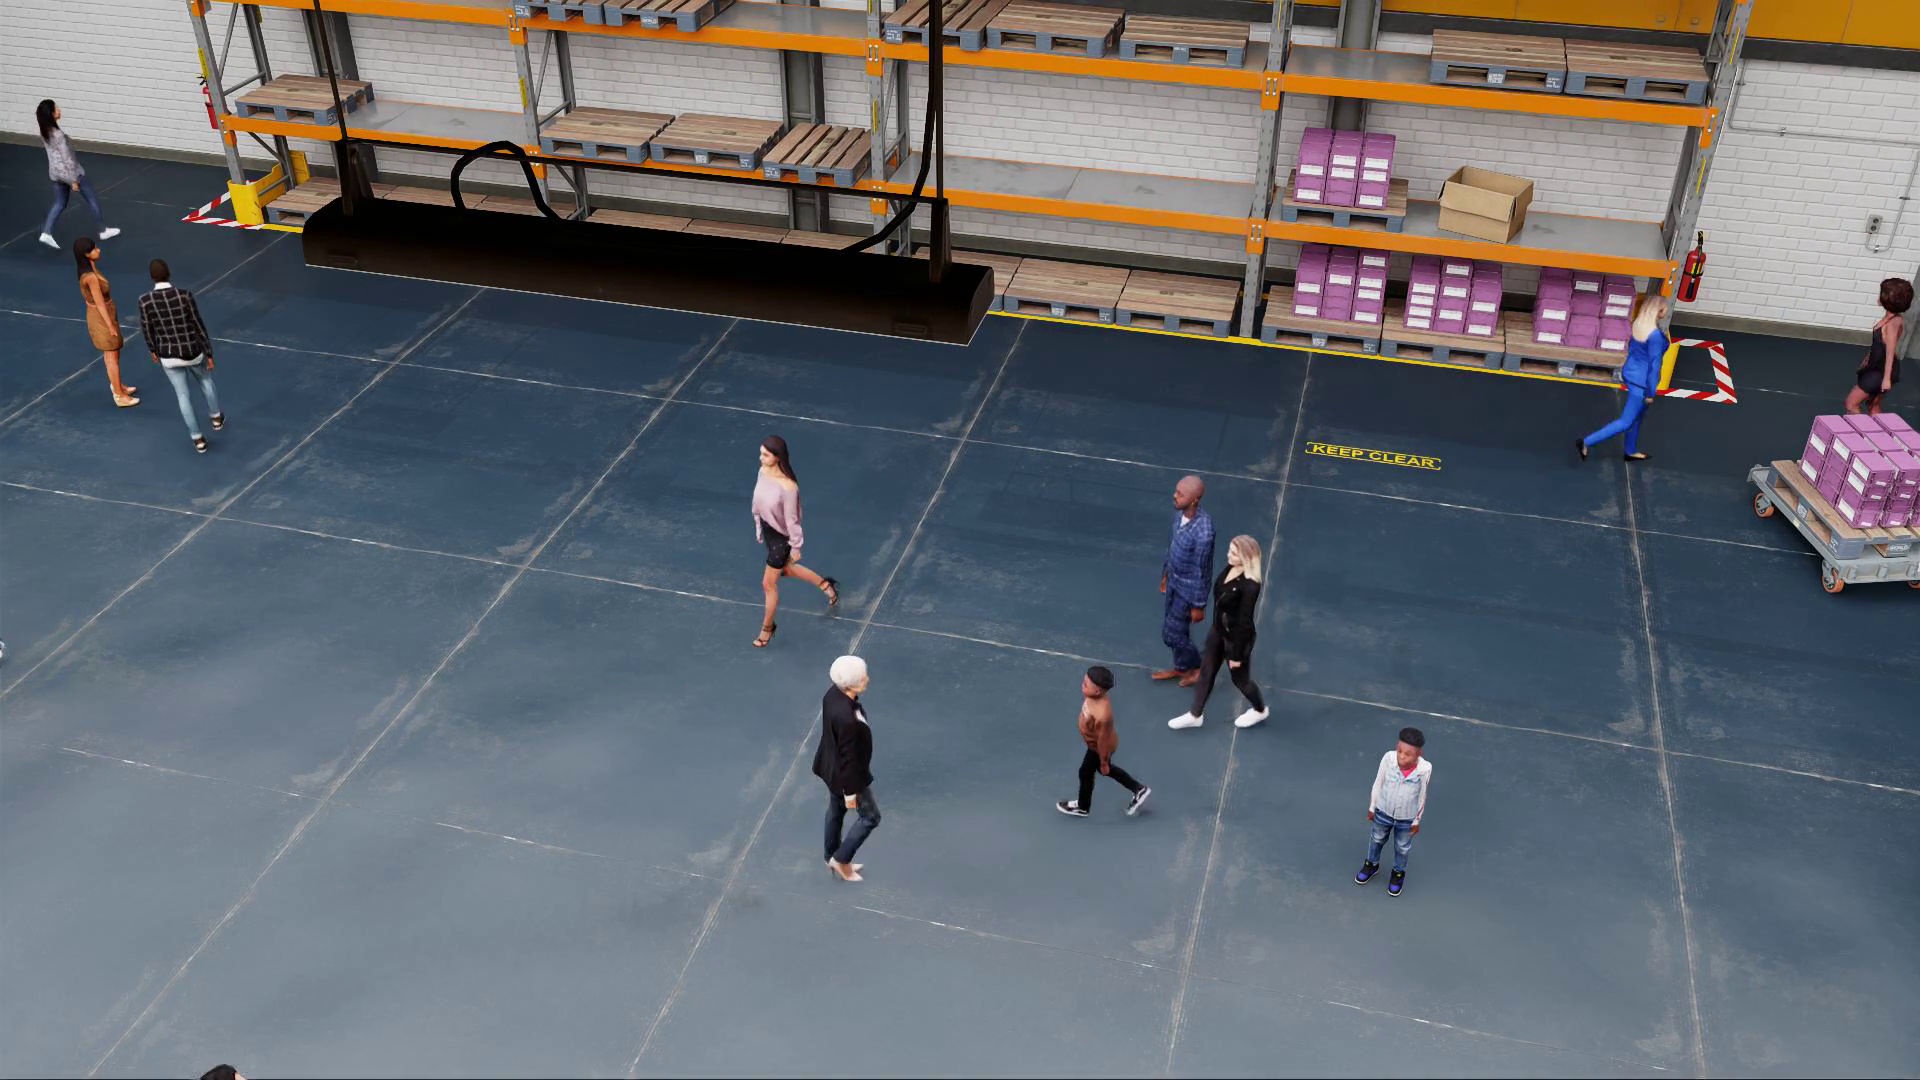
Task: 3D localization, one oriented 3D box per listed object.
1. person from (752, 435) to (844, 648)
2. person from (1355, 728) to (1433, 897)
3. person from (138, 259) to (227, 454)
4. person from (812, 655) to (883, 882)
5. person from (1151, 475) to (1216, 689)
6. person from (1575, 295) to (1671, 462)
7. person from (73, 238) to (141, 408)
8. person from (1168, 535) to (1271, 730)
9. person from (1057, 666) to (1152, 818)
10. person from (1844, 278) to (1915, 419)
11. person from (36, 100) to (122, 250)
[{"bbox_3d":[-1.292,-0.022,12.662,1.091,1.784,1.096,-22,40,-30],"label":"person"},{"bbox_3d":[2.783,1.695,10.552,0.490,1.260,0.595,17,37,24],"label":"person"},{"bbox_3d":[-7.055,-1.625,15.066,0.985,1.793,1.029,-15,37,-22],"label":"person"},{"bbox_3d":[-0.805,1.486,10.388,0.796,1.772,0.858,-10,35,-14],"label":"person"},{"bbox_3d":[1.723,0.313,12.139,0.845,1.805,0.811,-10,35,-14],"label":"person"},{"bbox_3d":[5.952,-1.385,14.811,1.112,1.676,0.854,-3,34,-5],"label":"person"},{"bbox_3d":[-8.163,-2.081,15.848,0.695,1.686,0.634,-18,38,-25],"label":"person"},{"bbox_3d":[2.005,0.684,11.715,1.087,1.657,0.902,-7,34,-10],"label":"person"},{"bbox_3d":[1.000,1.365,11.073,0.893,1.234,0.640,0,34,0],"label":"person"},{"bbox_3d":[8.290,-1.457,14.836,0.688,1.769,0.649,13,36,19],"label":"person"},{"bbox_3d":[-10.244,-4.132,18.917,1.117,1.705,0.871,18,38,25],"label":"person"}]
